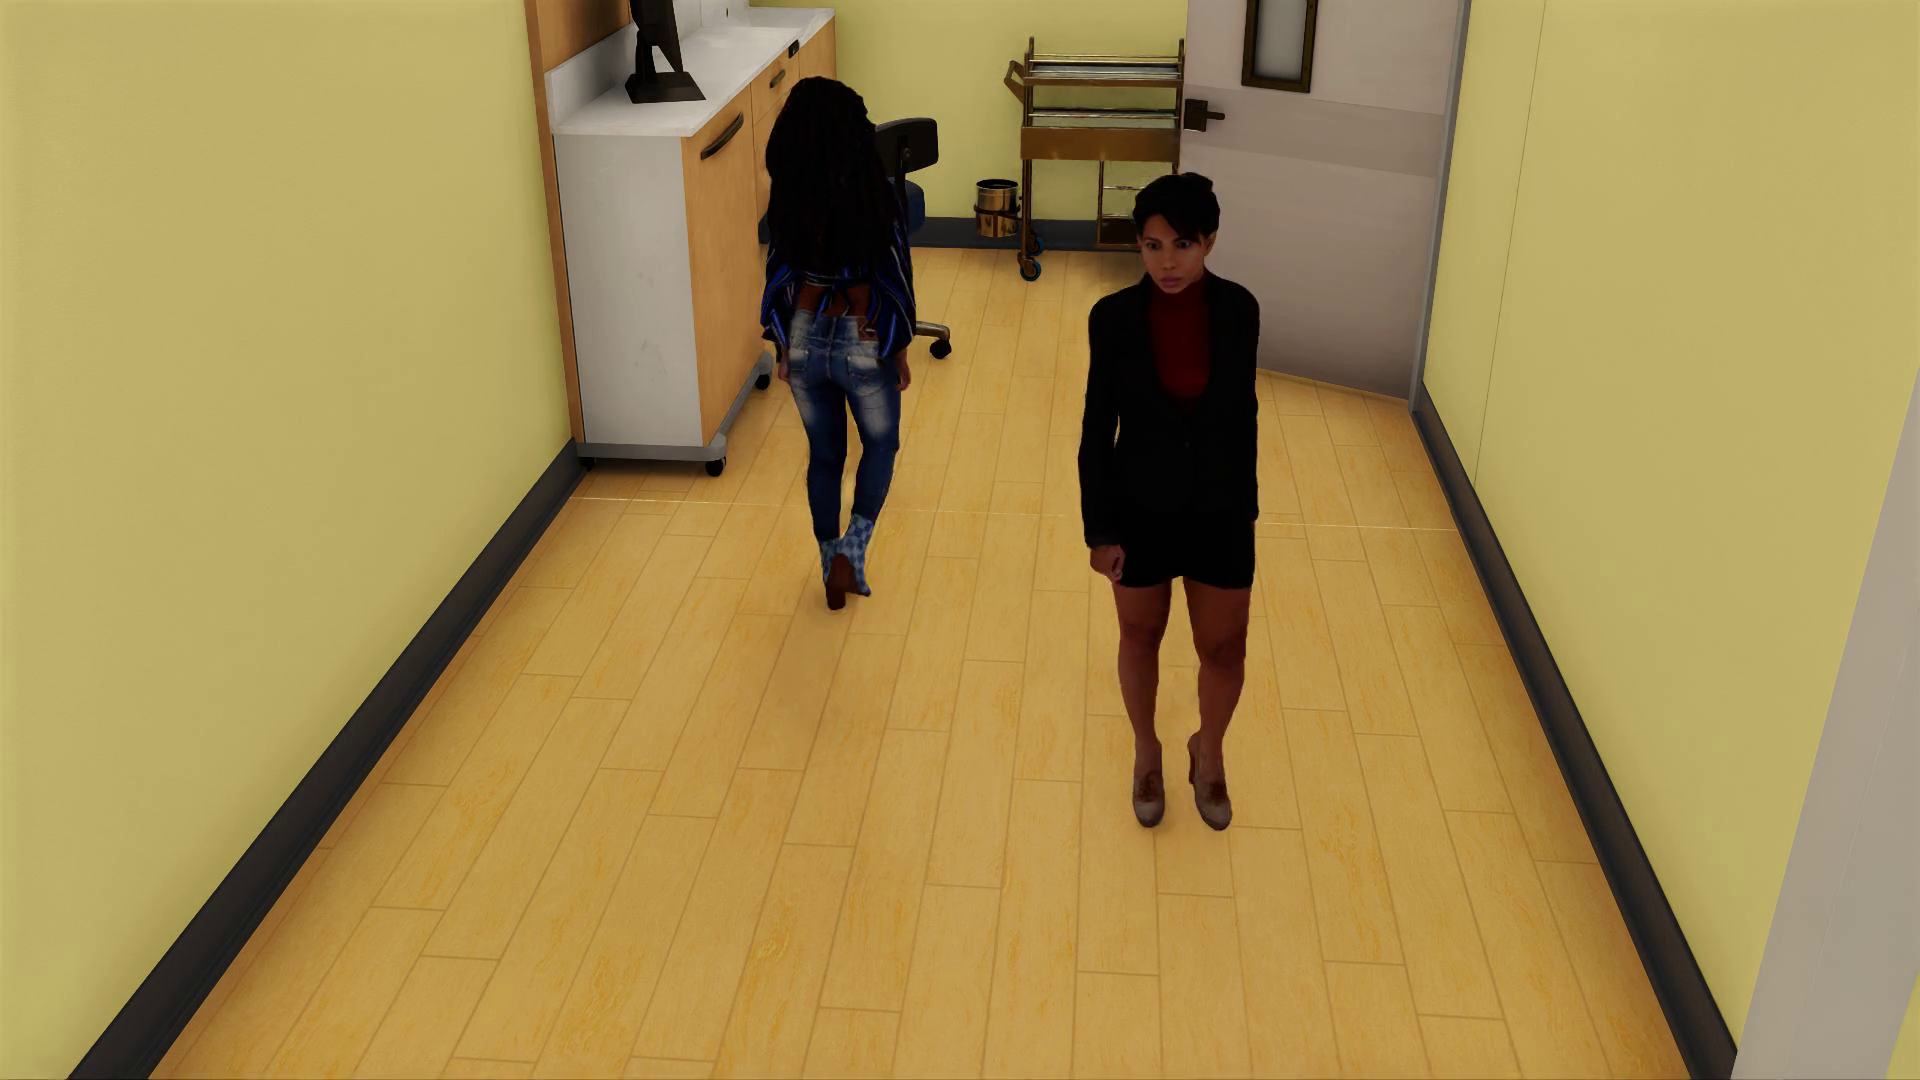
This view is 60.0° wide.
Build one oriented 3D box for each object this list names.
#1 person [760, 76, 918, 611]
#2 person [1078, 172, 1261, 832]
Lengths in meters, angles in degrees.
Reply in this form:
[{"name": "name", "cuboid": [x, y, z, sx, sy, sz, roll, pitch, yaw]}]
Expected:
[{"name": "person", "cuboid": [-0.367, -0.500, 4.816, 0.648, 1.611, 0.728, 5, 26, 10]}, {"name": "person", "cuboid": [0.479, -0.059, 3.880, 0.526, 1.629, 0.647, -1, 26, -2]}]
